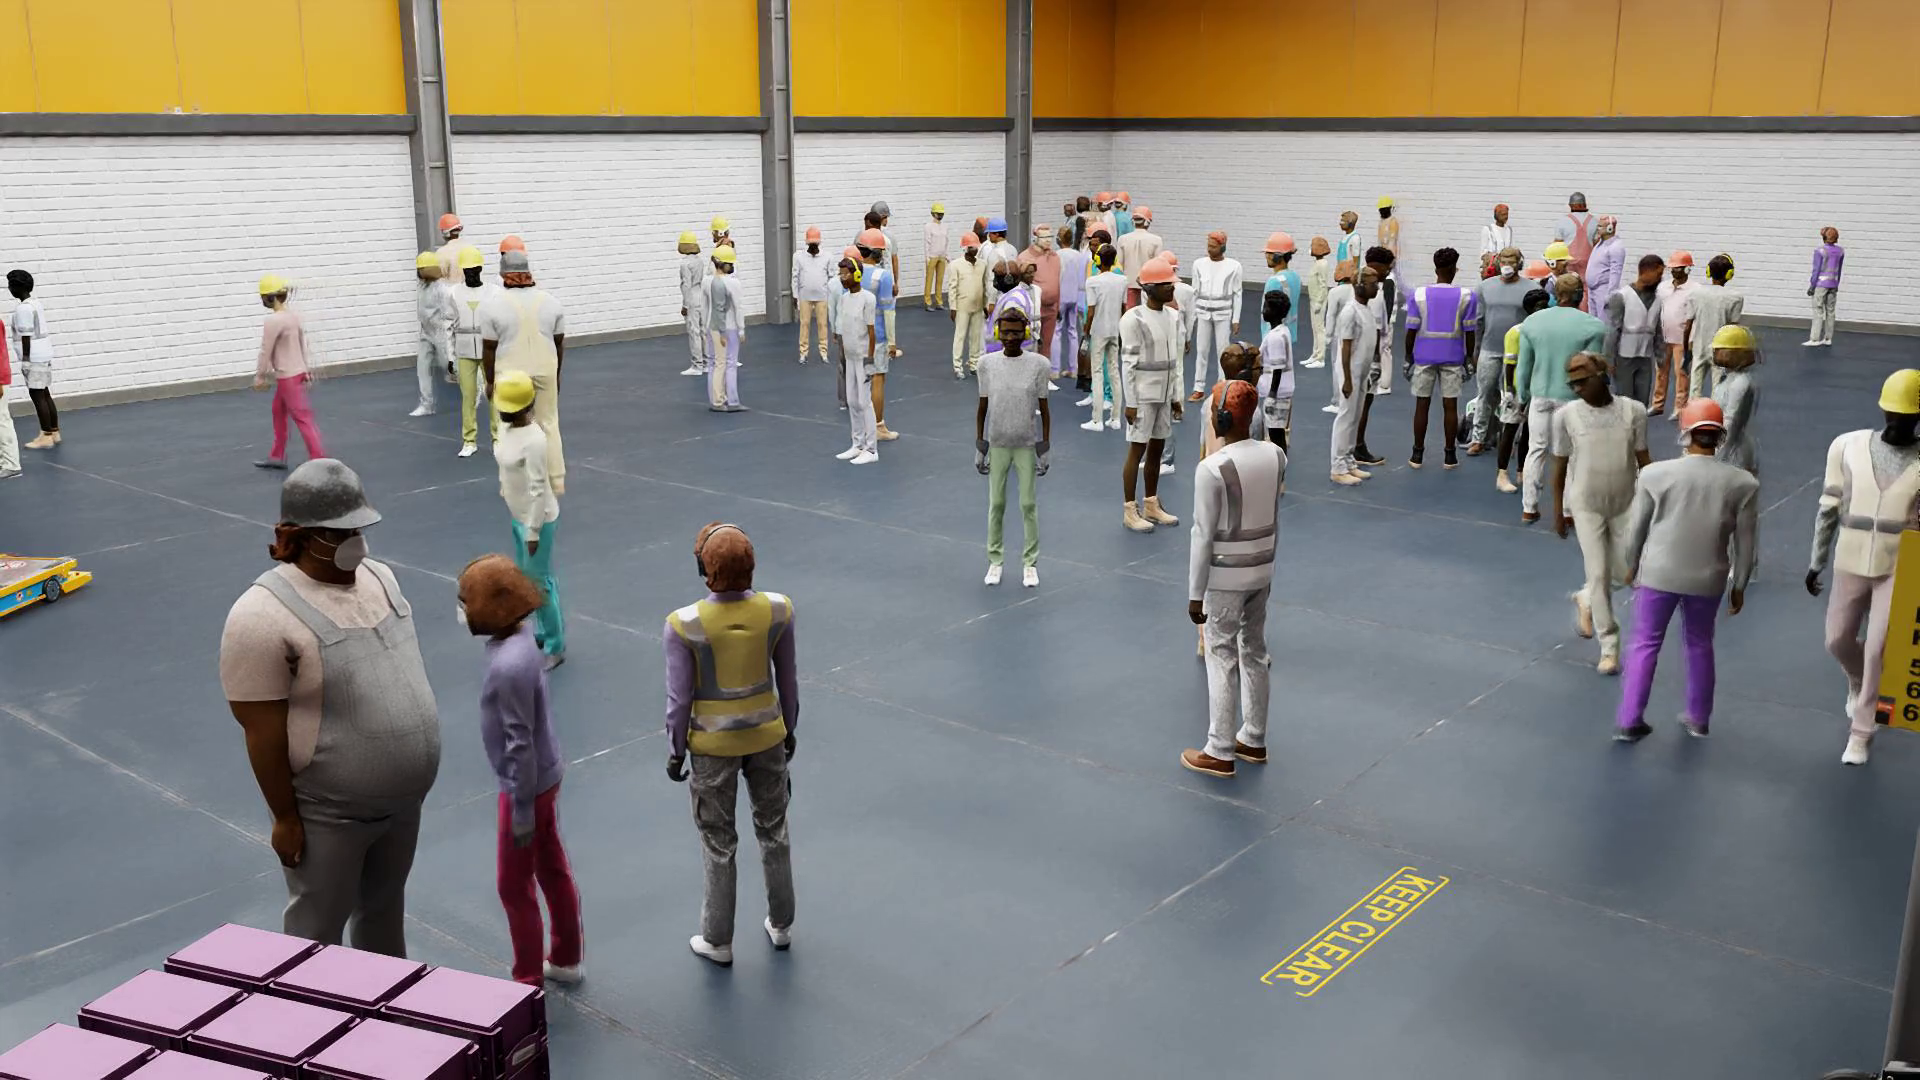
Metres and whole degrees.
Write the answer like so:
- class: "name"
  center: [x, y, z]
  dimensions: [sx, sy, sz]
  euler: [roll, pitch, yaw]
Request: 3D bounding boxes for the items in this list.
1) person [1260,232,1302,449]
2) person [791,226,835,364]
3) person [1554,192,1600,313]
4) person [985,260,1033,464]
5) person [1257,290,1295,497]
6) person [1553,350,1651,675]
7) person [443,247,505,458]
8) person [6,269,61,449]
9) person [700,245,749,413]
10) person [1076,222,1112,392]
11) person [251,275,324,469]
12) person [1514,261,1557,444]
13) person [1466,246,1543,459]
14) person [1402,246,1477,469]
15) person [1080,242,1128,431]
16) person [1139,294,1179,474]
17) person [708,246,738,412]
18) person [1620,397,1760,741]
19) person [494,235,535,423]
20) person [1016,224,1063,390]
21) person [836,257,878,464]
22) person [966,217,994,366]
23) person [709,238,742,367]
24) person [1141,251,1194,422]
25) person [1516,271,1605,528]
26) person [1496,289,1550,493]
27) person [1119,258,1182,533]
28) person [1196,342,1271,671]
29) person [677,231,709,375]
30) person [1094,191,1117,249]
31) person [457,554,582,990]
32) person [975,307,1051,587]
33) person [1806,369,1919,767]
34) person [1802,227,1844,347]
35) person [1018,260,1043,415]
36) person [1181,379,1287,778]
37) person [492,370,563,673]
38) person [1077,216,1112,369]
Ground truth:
- class: "person"
  center: [2.939, -1.831, 15.478]
  dimensions: [0.365, 2.048, 0.608]
  euler: [8, 16, 29]
- class: "person"
  center: [-1.875, -3.131, 21.272]
  dimensions: [0.560, 1.750, 0.328]
  euler: [-2, 14, -6]
- class: "person"
  center: [9.242, -4.230, 25.075]
  dimensions: [0.683, 2.000, 0.535]
  euler: [0, 14, -2]
- class: "person"
  center: [0.439, -1.604, 15.015]
  dimensions: [0.429, 1.837, 0.623]
  euler: [1, 14, 4]
- class: "person"
  center: [2.587, -1.203, 13.676]
  dimensions: [0.322, 1.697, 0.534]
  euler: [4, 14, 14]
- class: "person"
  center: [3.610, -0.178, 9.394]
  dimensions: [0.549, 1.792, 0.715]
  euler: [2, 14, 8]
- class: "person"
  center: [-4.424, -1.719, 15.273]
  dimensions: [0.588, 1.927, 0.371]
  euler: [-2, 14, -7]
- class: "person"
  center: [-8.757, -1.711, 15.730]
  dimensions: [0.319, 1.687, 0.538]
  euler: [-4, 15, -16]
- class: "person"
  center: [-2.504, -2.244, 17.698]
  dimensions: [0.533, 1.767, 0.326]
  euler: [8, 16, 29]
- class: "person"
  center: [1.538, -2.658, 19.030]
  dimensions: [0.385, 1.929, 0.541]
  euler: [-3, 14, -12]
- class: "person"
  center: [-5.970, -1.425, 14.506]
  dimensions: [0.794, 1.732, 0.526]
  euler: [0, 14, -1]
- class: "person"
  center: [5.464, -1.783, 15.883]
  dimensions: [0.336, 1.749, 0.560]
  euler: [11, 18, 38]
- class: "person"
  center: [4.979, -1.714, 15.229]
  dimensions: [0.629, 1.940, 0.379]
  euler: [6, 15, 24]
- class: "person"
  center: [4.248, -1.608, 14.753]
  dimensions: [0.614, 1.962, 0.361]
  euler: [4, 14, 14]
- class: "person"
  center: [1.432, -2.020, 16.594]
  dimensions: [0.531, 1.870, 0.316]
  euler: [-8, 16, -29]
- class: "person"
  center: [1.753, -1.392, 14.560]
  dimensions: [0.279, 1.634, 0.498]
  euler: [-2, 14, -9]
- class: "person"
  center: [-2.501, -2.233, 17.683]
  dimensions: [0.342, 1.757, 0.533]
  euler: [-1, 14, -3]
- class: "person"
  center: [3.577, 0.158, 8.200]
  dimensions: [0.592, 1.731, 0.410]
  euler: [3, 14, 11]
- class: "person"
  center: [-4.470, -2.078, 16.694]
  dimensions: [0.376, 1.934, 0.547]
  euler: [-1, 14, -3]
- class: "person"
  center: [0.929, -2.635, 18.978]
  dimensions: [0.643, 1.908, 0.399]
  euler: [-11, 18, -38]
- class: "person"
  center: [-0.940, -1.618, 15.026]
  dimensions: [0.345, 1.857, 0.525]
  euler: [-10, 17, -36]
- class: "person"
  center: [0.275, -3.081, 20.803]
  dimensions: [0.356, 1.885, 0.574]
  euler: [-2, 14, -8]
- class: "person"
  center: [-2.950, -2.964, 20.853]
  dimensions: [0.321, 1.627, 0.509]
  euler: [9, 16, 31]
- class: "person"
  center: [2.110, -2.072, 17.027]
  dimensions: [0.561, 1.756, 0.318]
  euler: [-2, 14, -6]
- class: "person"
  center: [4.532, -1.056, 12.605]
  dimensions: [0.635, 1.936, 0.351]
  euler: [10, 17, 36]
- class: "person"
  center: [4.720, -1.239, 13.821]
  dimensions: [0.538, 1.695, 0.320]
  euler: [-7, 16, -27]
- class: "person"
  center: [1.456, -1.090, 12.517]
  dimensions: [0.605, 2.048, 0.365]
  euler: [-14, 19, -43]
- class: "person"
  center: [1.536, -0.188, 9.320]
  dimensions: [0.344, 1.847, 0.504]
  euler: [-7, 16, -26]
- class: "person"
  center: [-3.287, -2.897, 20.353]
  dimensions: [0.319, 1.743, 0.488]
  euler: [4, 15, 17]
- class: "person"
  center: [2.281, -4.450, 26.048]
  dimensions: [0.397, 1.992, 0.621]
  euler: [3, 14, 12]
- class: "person"
  center: [-1.529, 0.842, 5.664]
  dimensions: [0.441, 1.619, 0.557]
  euler: [-3, 14, -13]
- class: "person"
  center: [0.348, -0.611, 10.989]
  dimensions: [0.508, 1.862, 0.326]
  euler: [2, 14, 9]
- class: "person"
  center: [4.463, 0.100, 8.045]
  dimensions: [0.603, 1.907, 0.683]
  euler: [13, 19, 41]
- class: "person"
  center: [11.901, -3.481, 22.897]
  dimensions: [0.522, 1.638, 0.310]
  euler: [-5, 15, -20]
- class: "person"
  center: [0.676, -2.101, 17.381]
  dimensions: [0.308, 1.639, 0.523]
  euler: [12, 19, 40]
- class: "person"
  center: [1.281, 0.182, 7.792]
  dimensions: [0.568, 1.878, 0.352]
  euler: [-11, 18, -37]
- class: "person"
  center: [-2.425, -0.122, 9.309]
  dimensions: [0.419, 1.719, 0.684]
  euler: [-8, 16, -30]
- class: "person"
  center: [1.652, -3.038, 20.583]
  dimensions: [0.407, 1.910, 0.638]
  euler: [-6, 15, -22]
